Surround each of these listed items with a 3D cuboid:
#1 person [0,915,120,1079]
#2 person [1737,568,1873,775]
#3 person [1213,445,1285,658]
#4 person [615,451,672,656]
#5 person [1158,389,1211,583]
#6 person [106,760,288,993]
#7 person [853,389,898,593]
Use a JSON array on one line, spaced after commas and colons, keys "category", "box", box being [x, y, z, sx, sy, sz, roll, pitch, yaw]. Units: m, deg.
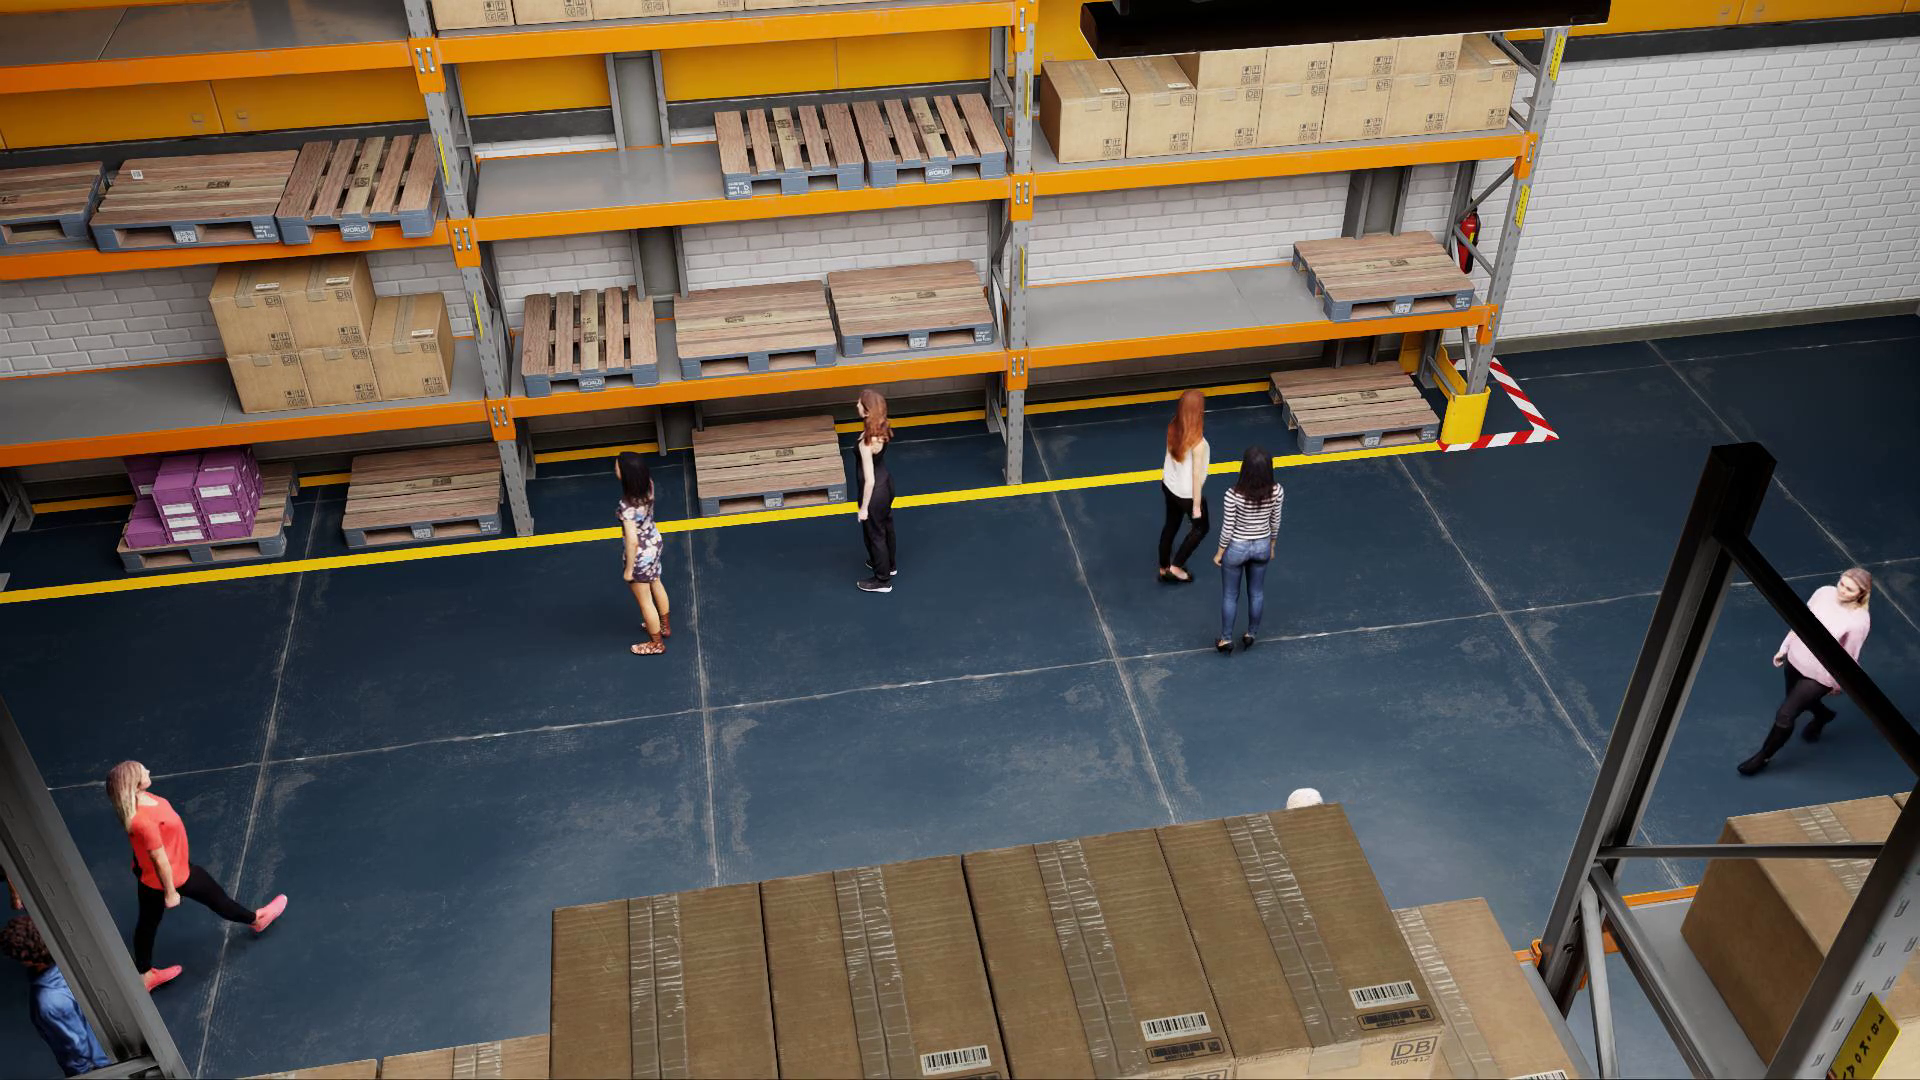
[{"category": "person", "box": [-4.539, 2.554, 8.633, 0.617, 1.811, 0.700, -11, 40, -14]}, {"category": "person", "box": [5.663, 0.816, 10.931, 1.110, 1.660, 0.698, -12, 40, -14]}, {"category": "person", "box": [2.018, 0.092, 11.728, 0.410, 1.796, 0.642, -6, 39, -8]}, {"category": "person", "box": [-2.252, 0.088, 11.782, 0.647, 1.733, 0.661, 7, 39, 9]}, {"category": "person", "box": [1.589, -0.344, 12.341, 0.655, 1.711, 0.677, -19, 42, -22]}, {"category": "person", "box": [-4.630, 1.962, 9.512, 1.058, 1.638, 1.232, 31, 48, 33]}, {"category": "person", "box": [-0.621, -0.370, 12.345, 0.641, 1.747, 0.662, 8, 39, 10]}]
